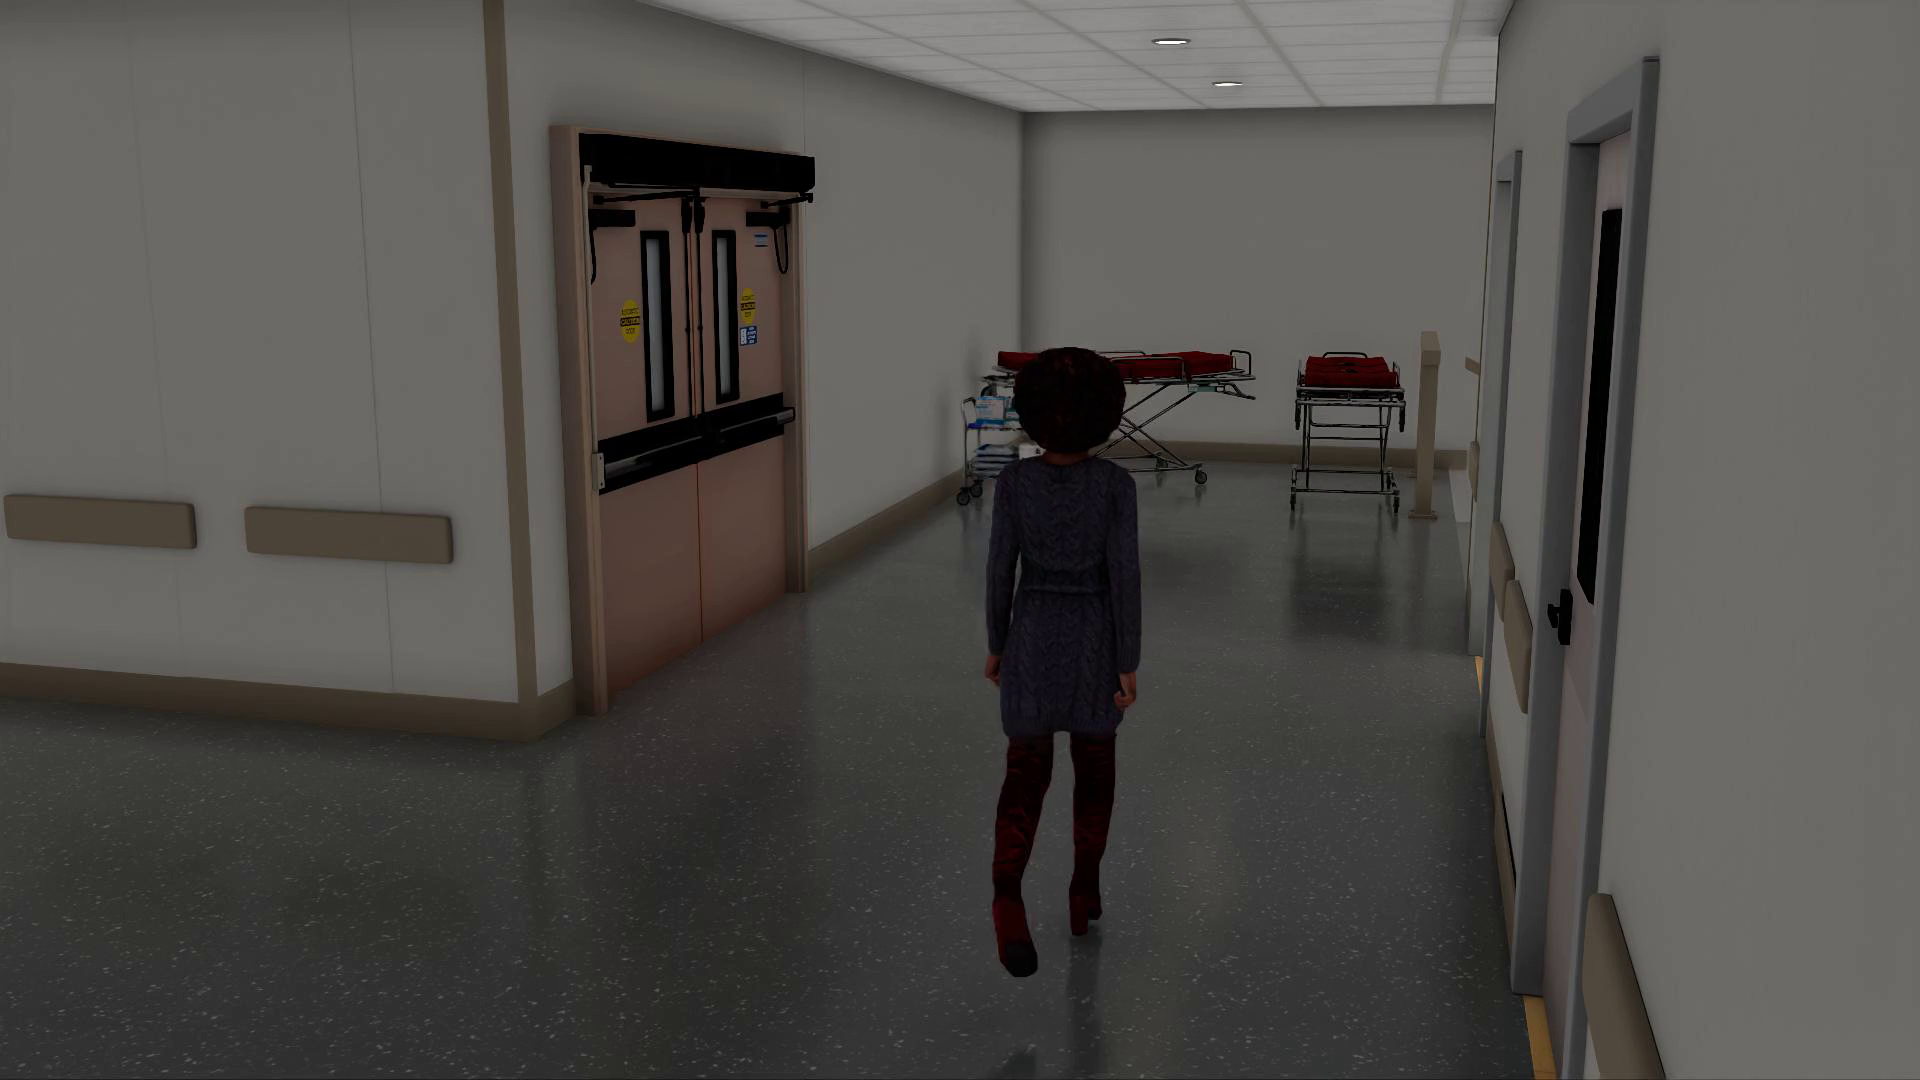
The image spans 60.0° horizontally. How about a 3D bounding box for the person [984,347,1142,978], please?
[{"bbox_3d":[0.259,0.356,4.471,0.578,1.686,1.025,3,11,14],"label":"person"}]
